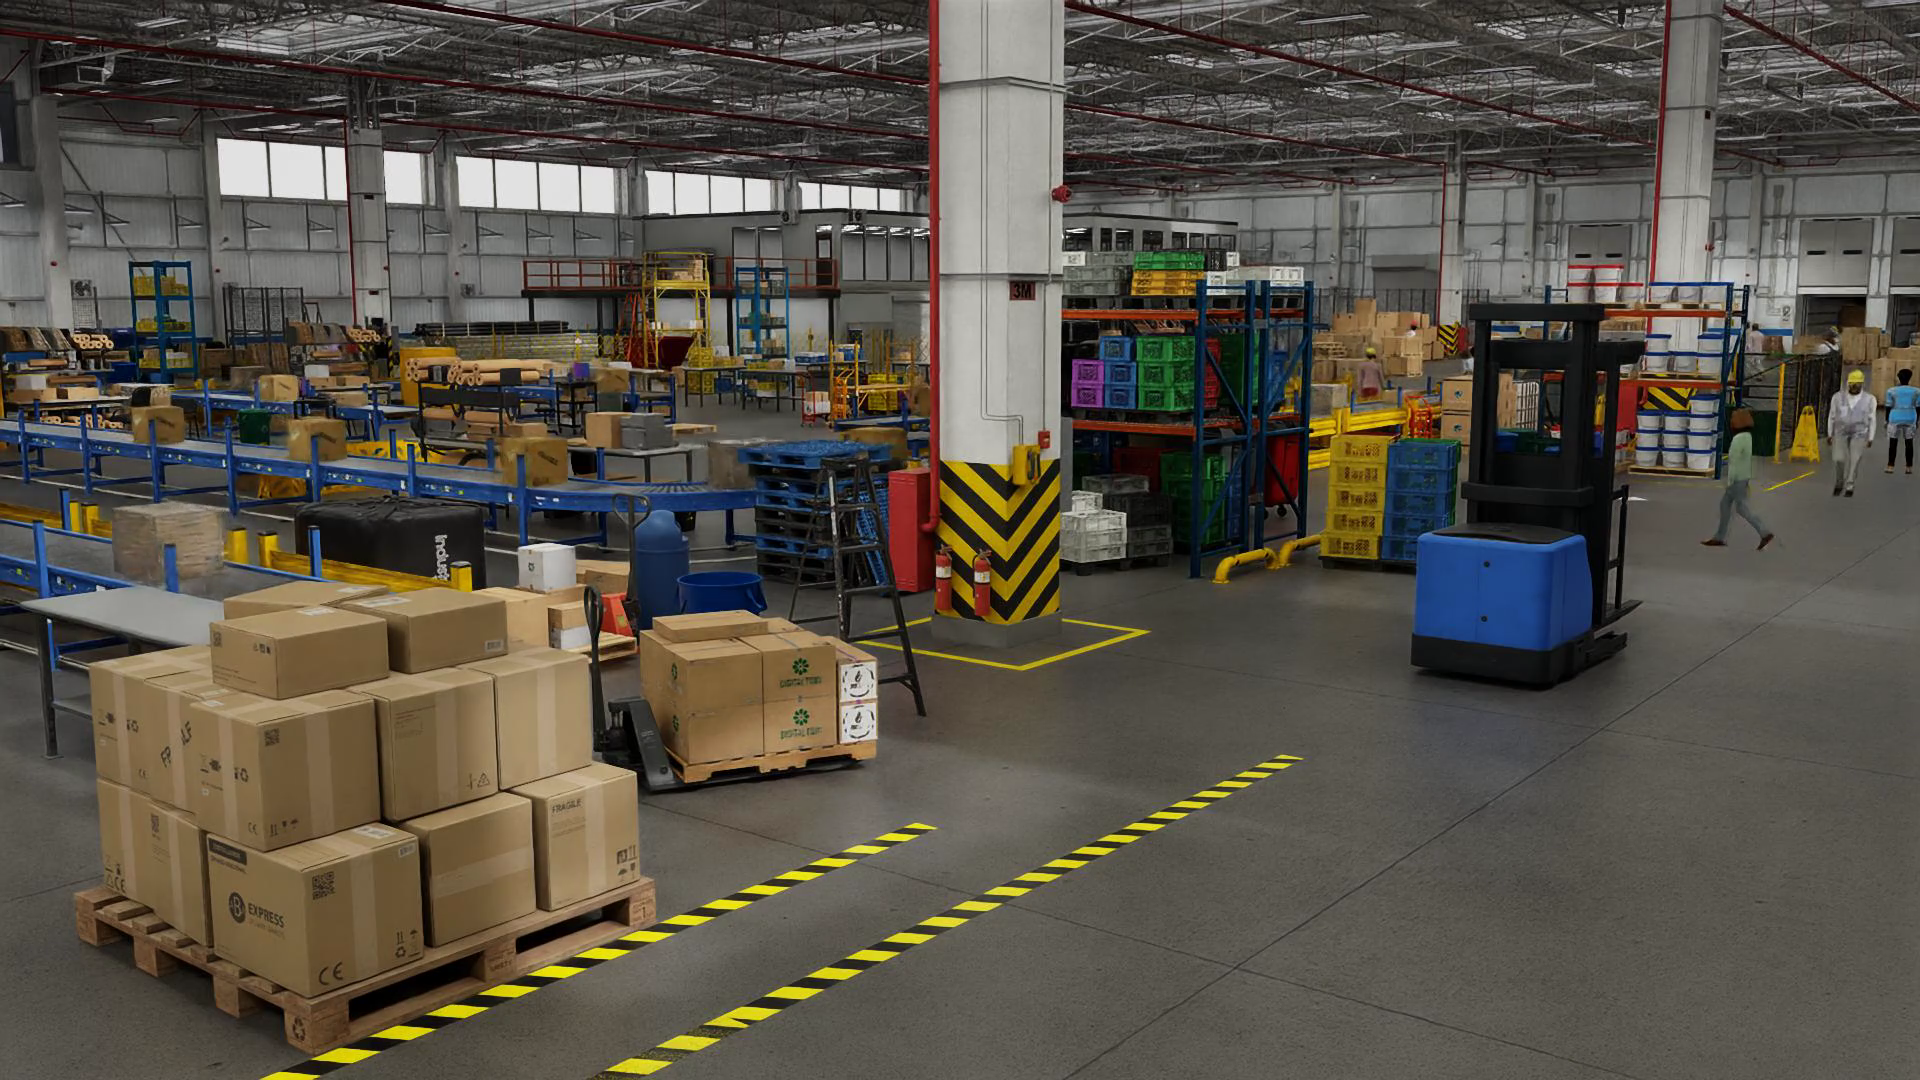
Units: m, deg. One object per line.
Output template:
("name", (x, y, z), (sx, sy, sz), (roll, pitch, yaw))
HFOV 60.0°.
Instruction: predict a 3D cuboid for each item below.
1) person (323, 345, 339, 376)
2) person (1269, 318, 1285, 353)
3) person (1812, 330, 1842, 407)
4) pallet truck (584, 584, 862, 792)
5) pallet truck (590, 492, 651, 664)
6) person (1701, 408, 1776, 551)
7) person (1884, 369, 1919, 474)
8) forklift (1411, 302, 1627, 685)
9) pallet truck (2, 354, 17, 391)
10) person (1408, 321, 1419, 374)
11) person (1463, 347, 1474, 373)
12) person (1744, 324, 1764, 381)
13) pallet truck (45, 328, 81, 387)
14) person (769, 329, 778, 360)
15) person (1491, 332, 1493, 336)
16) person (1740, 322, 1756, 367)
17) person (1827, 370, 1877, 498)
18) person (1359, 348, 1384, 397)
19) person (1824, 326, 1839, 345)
("person", (-17.880, -5.137, 47.375), (0.625, 2.029, 0.618), (3, 9, 20))
("person", (15.398, -9.936, 80.505), (0.856, 1.815, 0.624), (0, 8, 1))
("person", (21.801, -4.281, 41.572), (0.704, 2.000, 1.004), (-4, 9, -25))
("pallet truck", (-1.426, 0.805, 10.019), (1.601, 1.201, 0.680), (-4, 9, -26))
("pallet truck", (-3.115, 0.344, 12.883), (0.653, 1.274, 1.630), (7, 11, 37))
("person", (8.848, -0.684, 18.788), (0.770, 1.602, 0.507), (6, 11, 37))
("person", (15.118, -1.899, 26.686), (0.532, 1.693, 0.319), (3, 9, 20))
("forklift", (4.379, -0.438, 12.852), (1.129, 2.768, 1.873), (7, 11, 37))
("pallet truck", (-24.881, -4.417, 42.634), (1.885, 1.965, 0.823), (8, 11, 41))
("person", (16.162, -6.883, 59.514), (0.474, 1.922, 0.552), (2, 9, 11))
("person", (12.086, -3.736, 39.135), (0.533, 1.671, 0.755), (8, 11, 42))
("person", (26.293, -6.223, 55.183), (0.659, 1.886, 1.005), (-3, 9, -20))
("pallet truck", (-23.775, -4.544, 43.495), (1.885, 1.965, 0.823), (6, 10, 35))
("person", (-7.207, -7.609, 64.592), (0.578, 1.862, 0.580), (1, 8, 5))
("person", (13.693, -4.530, 43.458), (0.407, 1.986, 0.605), (1, 9, 10))
("person", (30.739, -7.630, 64.932), (0.776, 1.821, 0.635), (2, 9, 15))
("person", (12.569, -1.485, 23.467), (0.620, 1.815, 0.610), (5, 10, 31))
("person", (8.860, -3.289, 35.943), (0.524, 1.726, 0.888), (8, 11, 42))
("person", (31.172, -6.777, 59.456), (0.613, 1.721, 0.494), (-8, 12, -43))
